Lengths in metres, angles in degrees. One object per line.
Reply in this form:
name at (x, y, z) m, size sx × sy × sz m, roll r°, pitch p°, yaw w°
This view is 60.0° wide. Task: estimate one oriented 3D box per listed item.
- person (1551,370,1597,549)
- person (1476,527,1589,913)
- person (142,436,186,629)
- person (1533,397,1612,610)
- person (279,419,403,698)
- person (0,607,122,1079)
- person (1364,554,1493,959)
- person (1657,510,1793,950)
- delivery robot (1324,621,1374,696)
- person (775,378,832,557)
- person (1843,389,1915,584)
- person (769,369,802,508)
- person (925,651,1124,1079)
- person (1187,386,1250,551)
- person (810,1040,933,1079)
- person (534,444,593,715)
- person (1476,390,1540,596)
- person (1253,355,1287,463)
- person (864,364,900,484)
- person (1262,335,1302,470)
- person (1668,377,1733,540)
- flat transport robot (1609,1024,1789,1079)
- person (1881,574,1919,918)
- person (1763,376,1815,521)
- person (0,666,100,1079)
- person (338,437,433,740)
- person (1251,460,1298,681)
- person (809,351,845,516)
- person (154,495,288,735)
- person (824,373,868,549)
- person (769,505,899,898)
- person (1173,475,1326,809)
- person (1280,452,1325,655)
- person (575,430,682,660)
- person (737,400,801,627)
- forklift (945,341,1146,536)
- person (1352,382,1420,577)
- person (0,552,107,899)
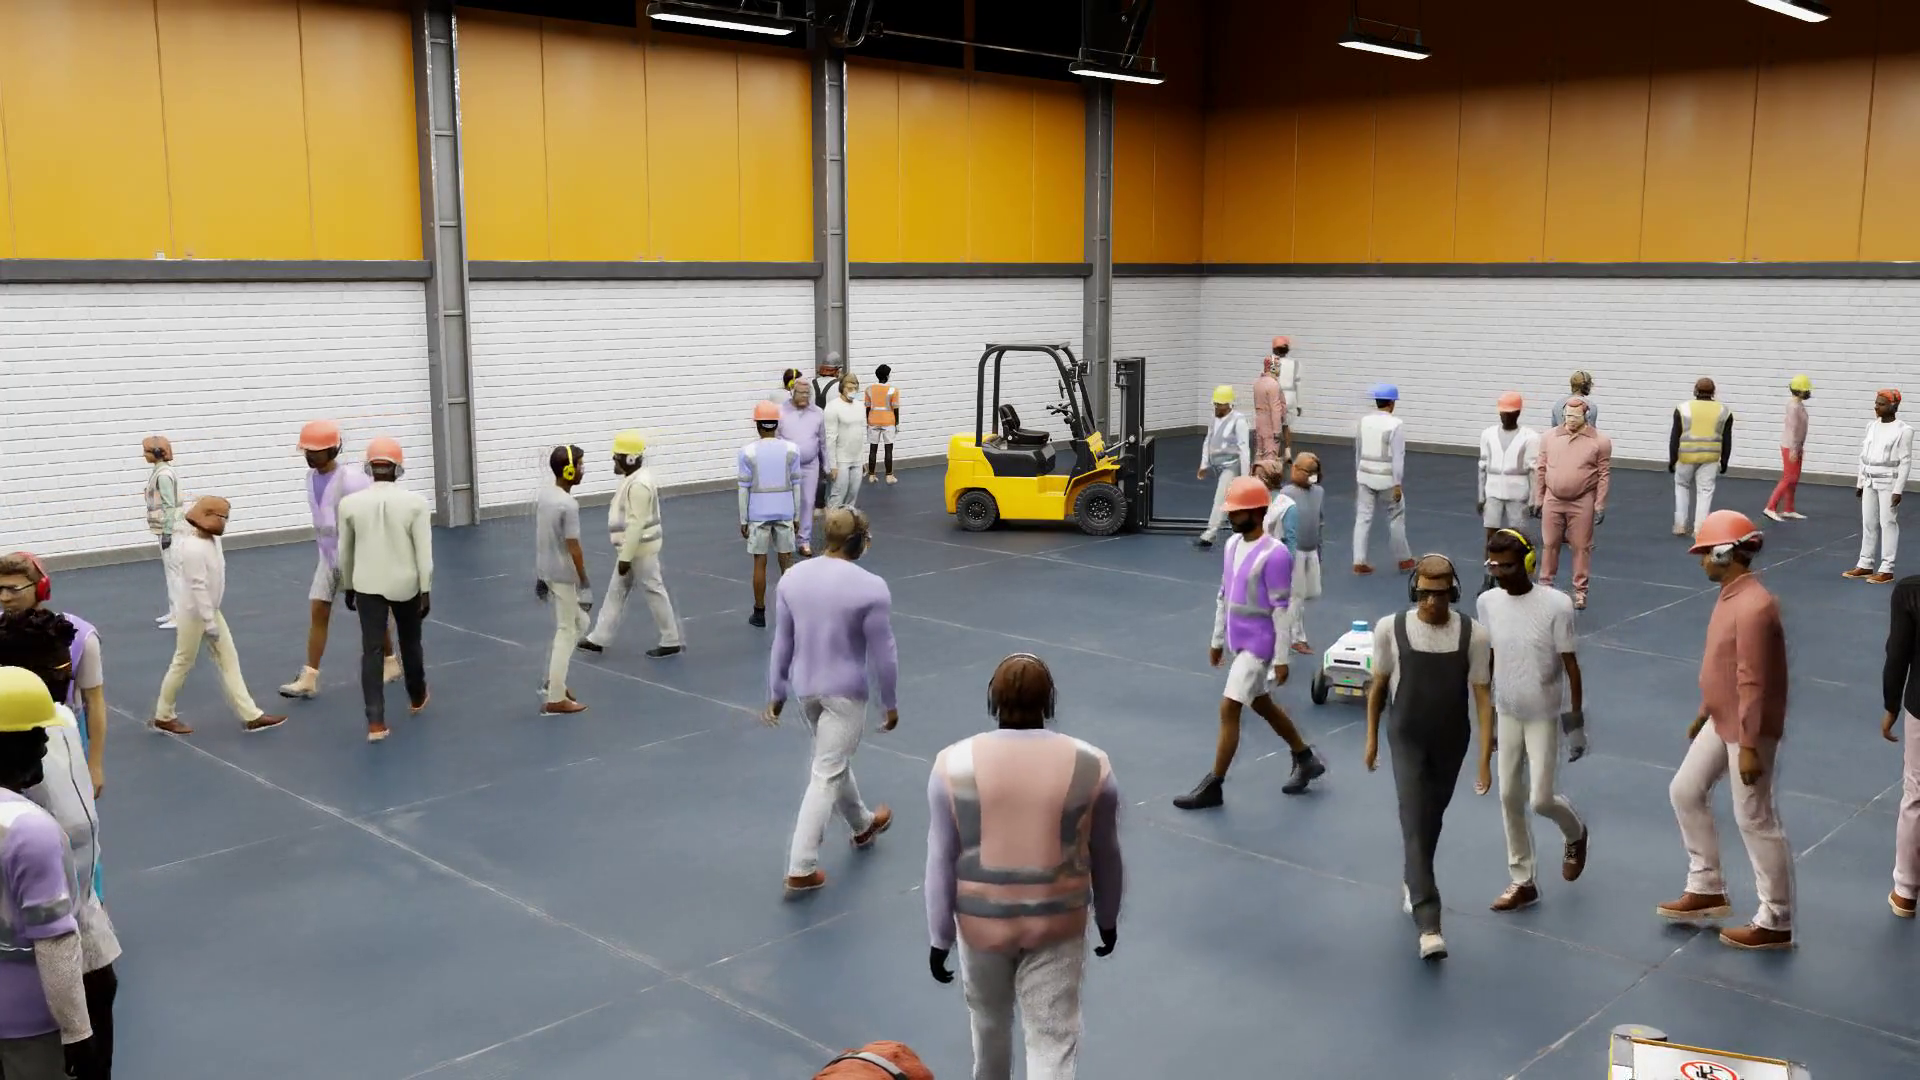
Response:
person at (6.675, -0.872, 18.081) m, size 0.379 × 1.940 × 0.629 m, roll -3°, pitch 10°, yaw -20°
person at (2.747, 0.836, 7.917) m, size 0.634 × 1.833 × 0.583 m, roll -8°, pitch 12°, yaw -39°
person at (-6.720, -0.069, 14.085) m, size 0.310 × 1.636 × 0.523 m, roll -5°, pitch 10°, yaw -27°
person at (5.447, -0.329, 14.871) m, size 0.638 × 1.903 × 0.406 m, roll 6°, pitch 11°, yaw 31°
person at (-4.411, 0.133, 11.751) m, size 0.613 × 1.980 × 1.020 m, roll 5°, pitch 11°, yaw 30°
person at (-3.153, 1.175, 5.569) m, size 0.775 × 1.937 × 0.609 m, roll 0°, pitch 9°, yaw -3°
person at (2.111, 0.934, 7.492) m, size 0.521 × 1.784 × 0.994 m, roll 1°, pitch 9°, yaw 5°
person at (3.487, 0.848, 7.505) m, size 0.637 × 1.949 × 0.642 m, roll 2°, pitch 10°, yaw 13°
delivery robot at (2.801, 0.814, 11.687) m, size 0.477 × 0.478 × 0.707 m, roll 5°, pitch 10°, yaw 26°
person at (-1.670, -0.762, 17.523) m, size 0.682 × 1.892 × 0.456 m, roll -3°, pitch 10°, yaw -19°
person at (8.908, -0.519, 16.094) m, size 0.355 × 1.882 × 0.575 m, roll -2°, pitch 10°, yaw -13°
person at (-2.191, -1.217, 20.626) m, size 0.562 × 1.818 × 0.968 m, roll 5°, pitch 11°, yaw 29°
person at (0.217, 1.251, 5.528) m, size 0.653 × 1.788 × 0.978 m, roll 0°, pitch 9°, yaw 1°
person at (2.790, -0.772, 17.950) m, size 0.897 × 1.774 × 0.591 m, roll -3°, pitch 10°, yaw -20°
person at (-0.136, 1.683, 2.594) m, size 0.574 × 1.883 × 0.355 m, roll 4°, pitch 10°, yaw 22°
person at (-2.686, 0.273, 11.319) m, size 0.443 × 1.849 × 0.569 m, roll -7°, pitch 11°, yaw -36°
person at (5.064, -0.426, 15.412) m, size 0.552 × 1.944 × 0.478 m, roll 6°, pitch 11°, yaw 34°
person at (4.092, -1.476, 21.883) m, size 0.408 × 1.909 × 0.642 m, roll -2°, pitch 9°, yaw -12°
person at (-1.097, -1.633, 23.515) m, size 0.534 × 1.691 × 0.318 m, roll 3°, pitch 10°, yaw 17°
person at (4.821, -2.061, 25.068) m, size 0.619 × 2.031 × 0.416 m, roll -2°, pitch 9°, yaw -11°
person at (8.320, -0.923, 18.747) m, size 0.663 × 1.817 × 0.736 m, roll 3°, pitch 10°, yaw 16°
flat transport robot at (2.490, 2.014, 5.489) m, size 0.652 × 0.197 × 1.431 m, roll 4°, pitch 10°, yaw 21°
person at (4.608, 0.793, 7.697) m, size 0.611 × 1.996 × 0.379 m, roll 6°, pitch 11°, yaw 33°
person at (10.052, -1.104, 20.123) m, size 0.442 × 1.752 × 0.580 m, roll 6°, pitch 11°, yaw 35°
person at (-2.670, 1.309, 4.751) m, size 0.585 × 1.925 × 0.377 m, roll 5°, pitch 11°, yaw 30°
person at (-3.786, 0.294, 10.983) m, size 0.622 × 1.934 × 1.064 m, roll -2°, pitch 9°, yaw -11°
person at (2.269, 0.216, 12.324) m, size 0.315 × 1.641 × 0.514 m, roll -8°, pitch 12°, yaw -42°
person at (-1.554, -1.301, 20.399) m, size 0.689 × 2.000 × 0.537 m, roll 5°, pitch 11°, yaw 29°
person at (-4.872, 0.492, 10.789) m, size 0.855 × 1.578 × 0.511 m, roll 0°, pitch 9°, yaw -1°
person at (-1.213, -0.824, 17.808) m, size 0.378 × 1.934 × 0.629 m, roll 6°, pitch 11°, yaw 34°
person at (-0.602, 0.760, 8.283) m, size 0.653 × 1.875 × 1.054 m, roll 6°, pitch 11°, yaw 31°
person at (1.697, 0.565, 9.448) m, size 0.969 × 1.896 × 0.565 m, roll -3°, pitch 10°, yaw -19°
person at (2.670, 0.089, 13.218) m, size 0.503 × 1.610 × 0.510 m, roll -7°, pitch 11°, yaw -35°
person at (-2.600, 0.060, 12.795) m, size 0.938 × 1.790 × 0.616 m, roll -3°, pitch 10°, yaw -17°
person at (-1.623, -0.223, 14.155) m, size 0.540 × 1.929 × 0.391 m, roll -3°, pitch 10°, yaw -15°
forklift at (0.977, -1.223, 19.452) m, size 2.313 × 2.155 × 1.214 m, roll 2°, pitch 9°, yaw 11°
person at (4.243, -0.601, 16.486) m, size 0.863 × 1.909 × 0.644 m, roll -7°, pitch 11°, yaw -36°
person at (-3.977, 0.949, 7.209) m, size 0.570 × 1.840 × 0.372 m, roll 0°, pitch 9°, yaw 1°
